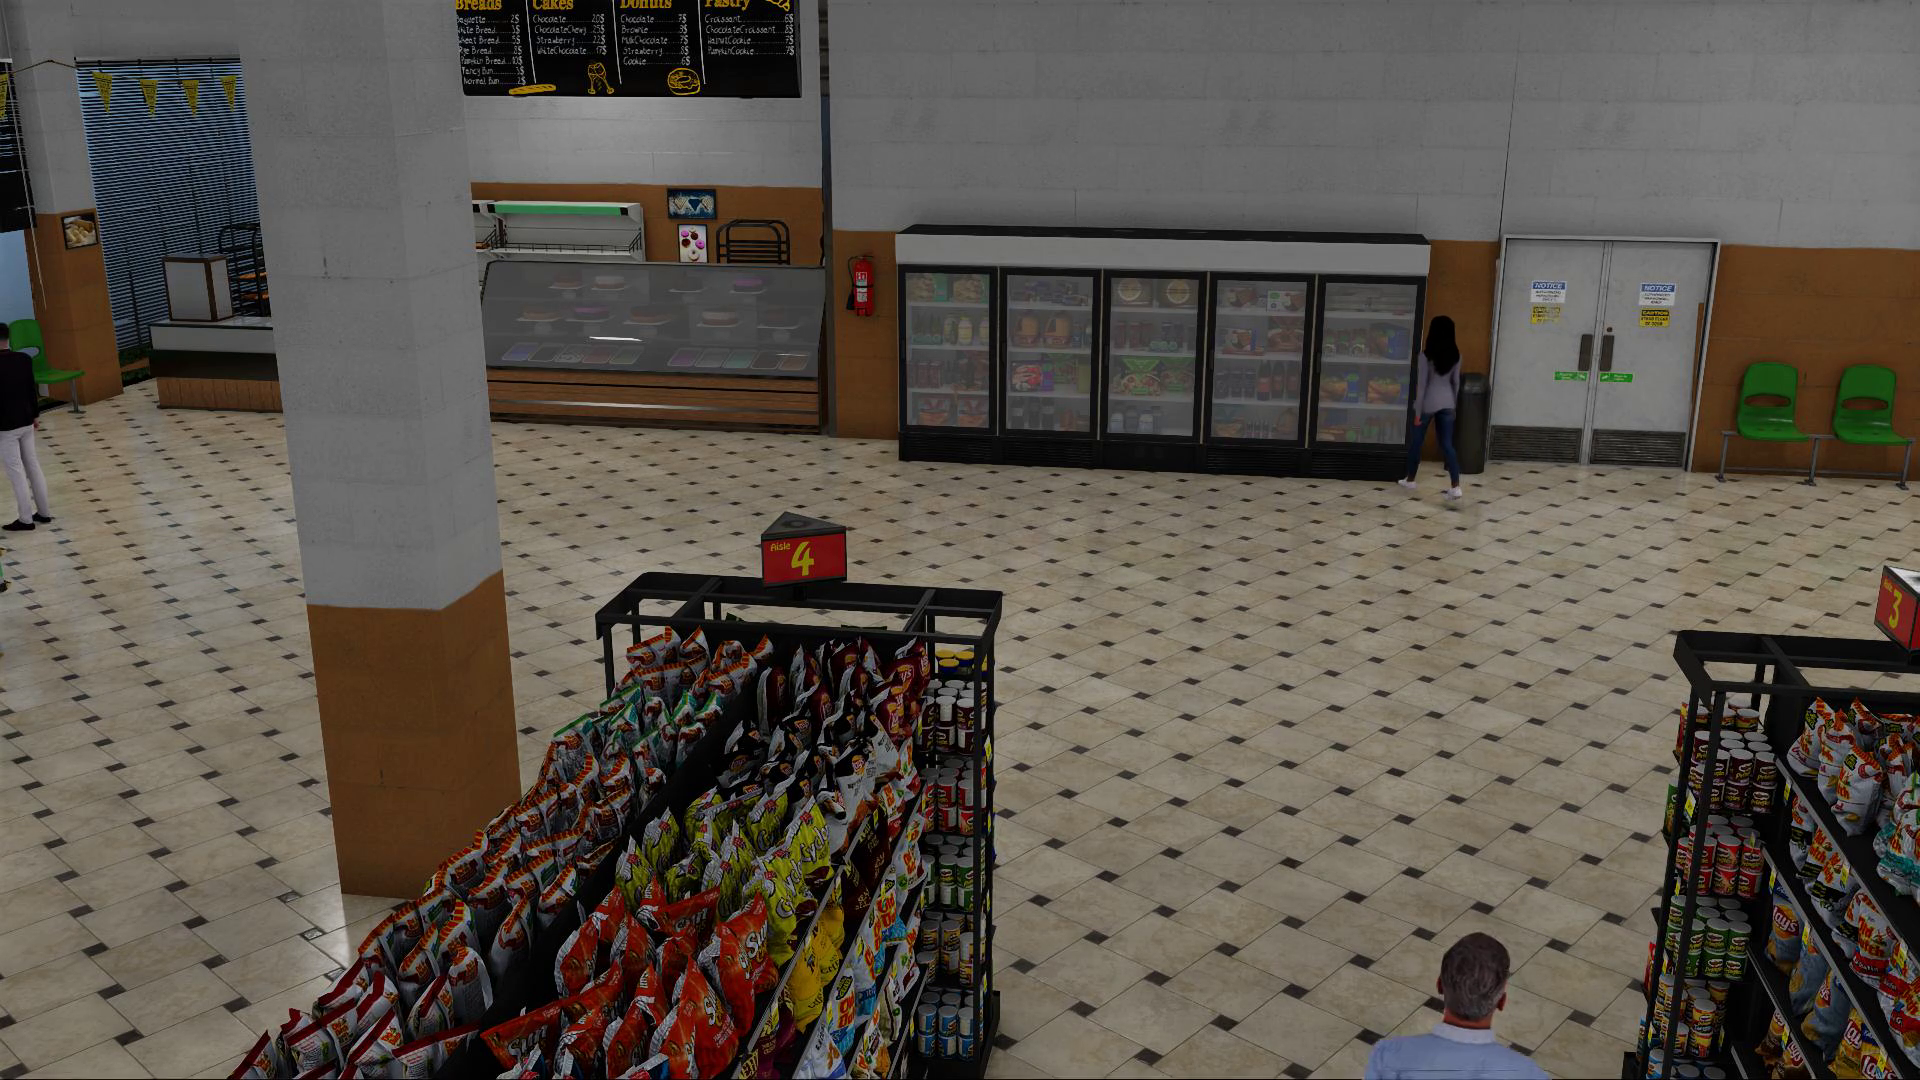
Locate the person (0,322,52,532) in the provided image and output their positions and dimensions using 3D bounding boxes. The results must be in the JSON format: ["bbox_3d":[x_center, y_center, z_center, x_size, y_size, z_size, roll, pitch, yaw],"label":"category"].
[{"bbox_3d":[-8.233,-0.999,14.485,0.729,1.839,0.519,5,17,15],"label":"person"}]

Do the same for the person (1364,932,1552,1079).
[{"bbox_3d":[1.339,2.012,4.649,0.844,1.792,1.105,7,18,21],"label":"person"}]

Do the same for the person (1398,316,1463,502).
[{"bbox_3d":[4.427,-1.168,15.291,0.918,1.694,1.216,-3,17,-10],"label":"person"}]
